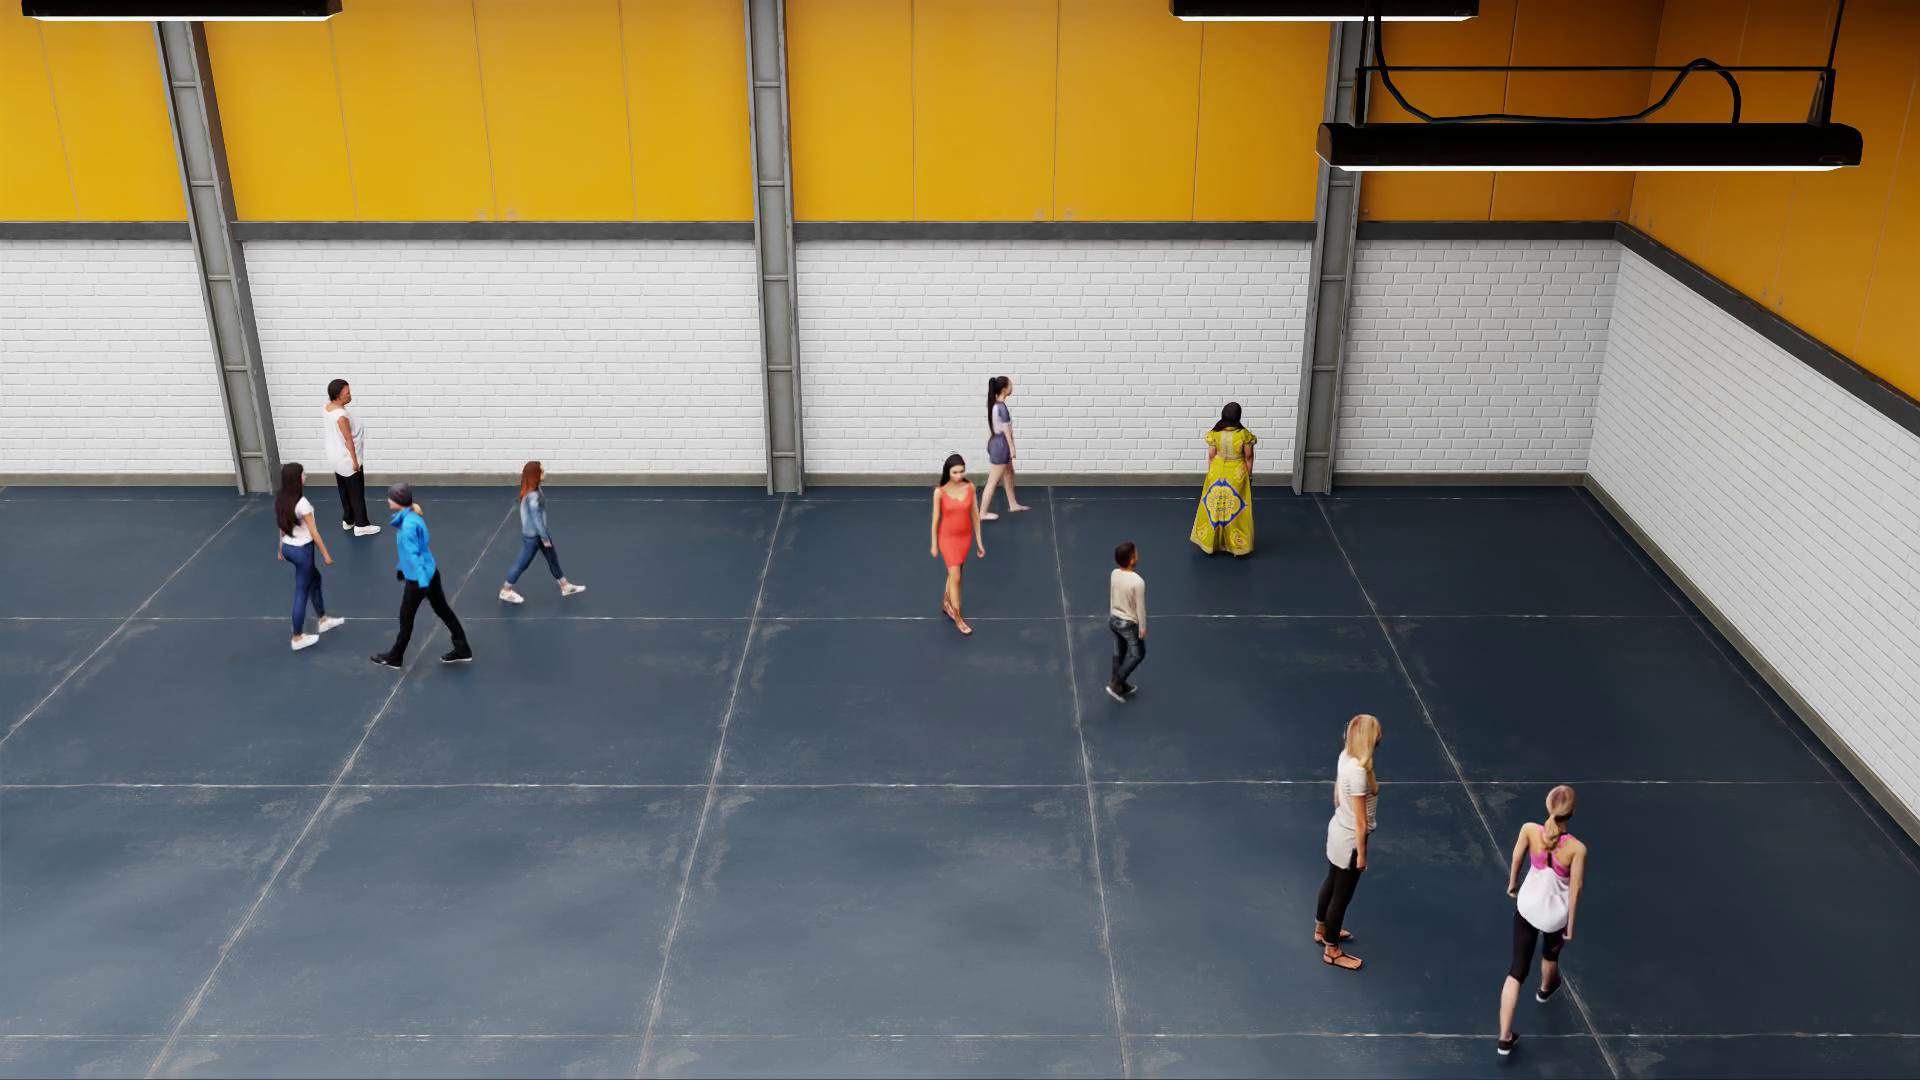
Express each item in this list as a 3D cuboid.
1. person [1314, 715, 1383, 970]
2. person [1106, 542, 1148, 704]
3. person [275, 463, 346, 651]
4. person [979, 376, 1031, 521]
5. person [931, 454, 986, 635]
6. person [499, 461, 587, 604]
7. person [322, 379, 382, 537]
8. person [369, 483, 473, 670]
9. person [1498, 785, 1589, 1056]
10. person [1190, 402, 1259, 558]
[{"bbox_3d":[2.540,1.961,10.927,0.527,1.826,0.620,0,24,-1],"label":"person"},{"bbox_3d":[1.372,0.732,14.198,0.812,1.458,0.748,-19,30,-37],"label":"person"},{"bbox_3d":[-6.082,0.176,15.103,0.920,1.751,0.968,19,30,36],"label":"person"},{"bbox_3d":[0.335,-0.961,17.860,0.899,1.626,0.719,-5,24,-12],"label":"person"},{"bbox_3d":[-0.080,-0.020,15.623,0.931,1.694,0.896,-13,27,-27],"label":"person"},{"bbox_3d":[-4.175,-0.041,15.995,1.087,1.435,0.691,-4,24,-8],"label":"person"},{"bbox_3d":[-6.486,-0.890,17.618,0.812,1.689,0.764,-19,30,-37],"label":"person"},{"bbox_3d":[-4.666,0.346,14.709,1.118,1.756,0.741,-3,24,-6],"label":"person"},{"bbox_3d":[3.513,2.346,10.160,1.173,1.734,1.157,18,29,35],"label":"person"},{"bbox_3d":[2.755,-0.627,17.053,0.843,1.661,1.006,7,25,16],"label":"person"}]
